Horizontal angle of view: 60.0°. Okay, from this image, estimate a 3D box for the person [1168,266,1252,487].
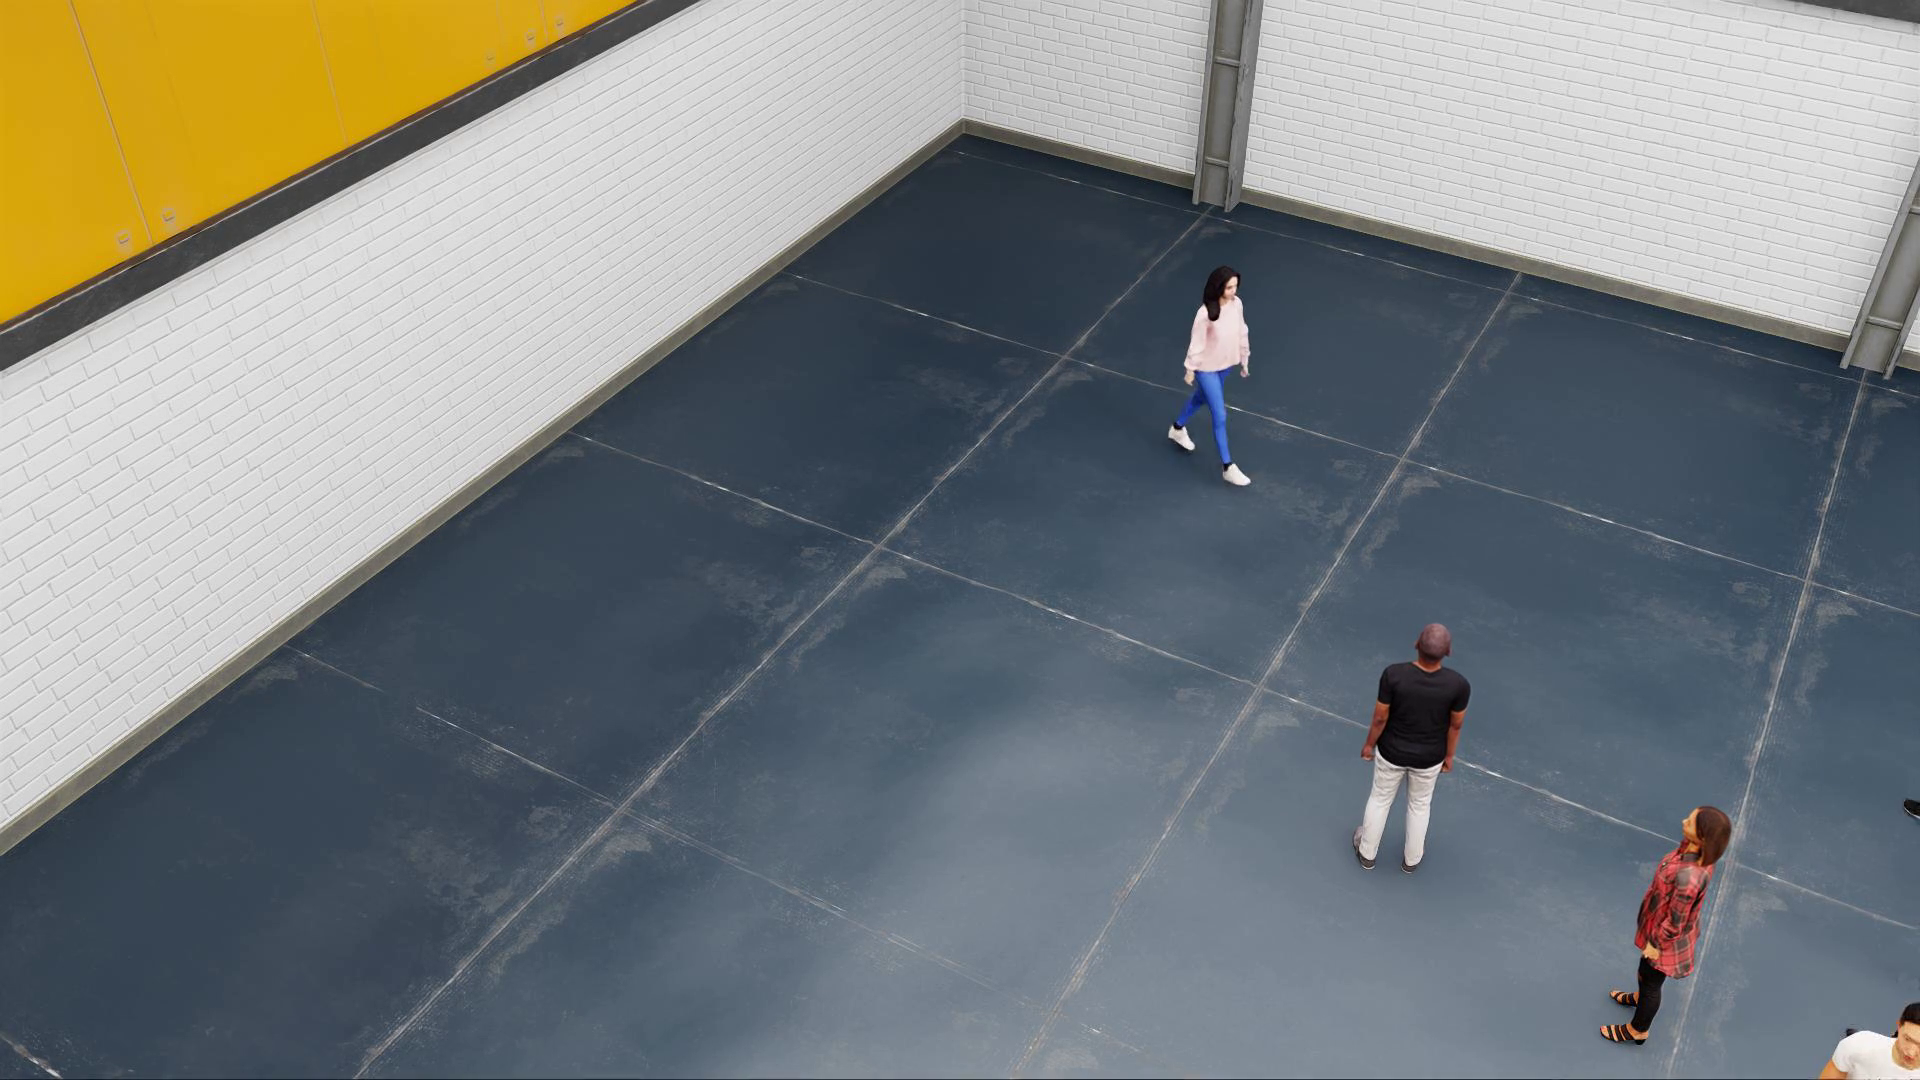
[{"bbox_3d":[1.861,-1.318,12.603,0.939,1.719,1.221,-26,45,-29],"label":"person"}]

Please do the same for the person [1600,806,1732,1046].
[{"bbox_3d":[3.621,1.968,8.501,0.531,1.703,0.605,19,43,23],"label":"person"}]

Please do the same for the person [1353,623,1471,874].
[{"bbox_3d":[2.537,1.191,9.393,0.642,1.804,0.801,6,39,8],"label":"person"}]
